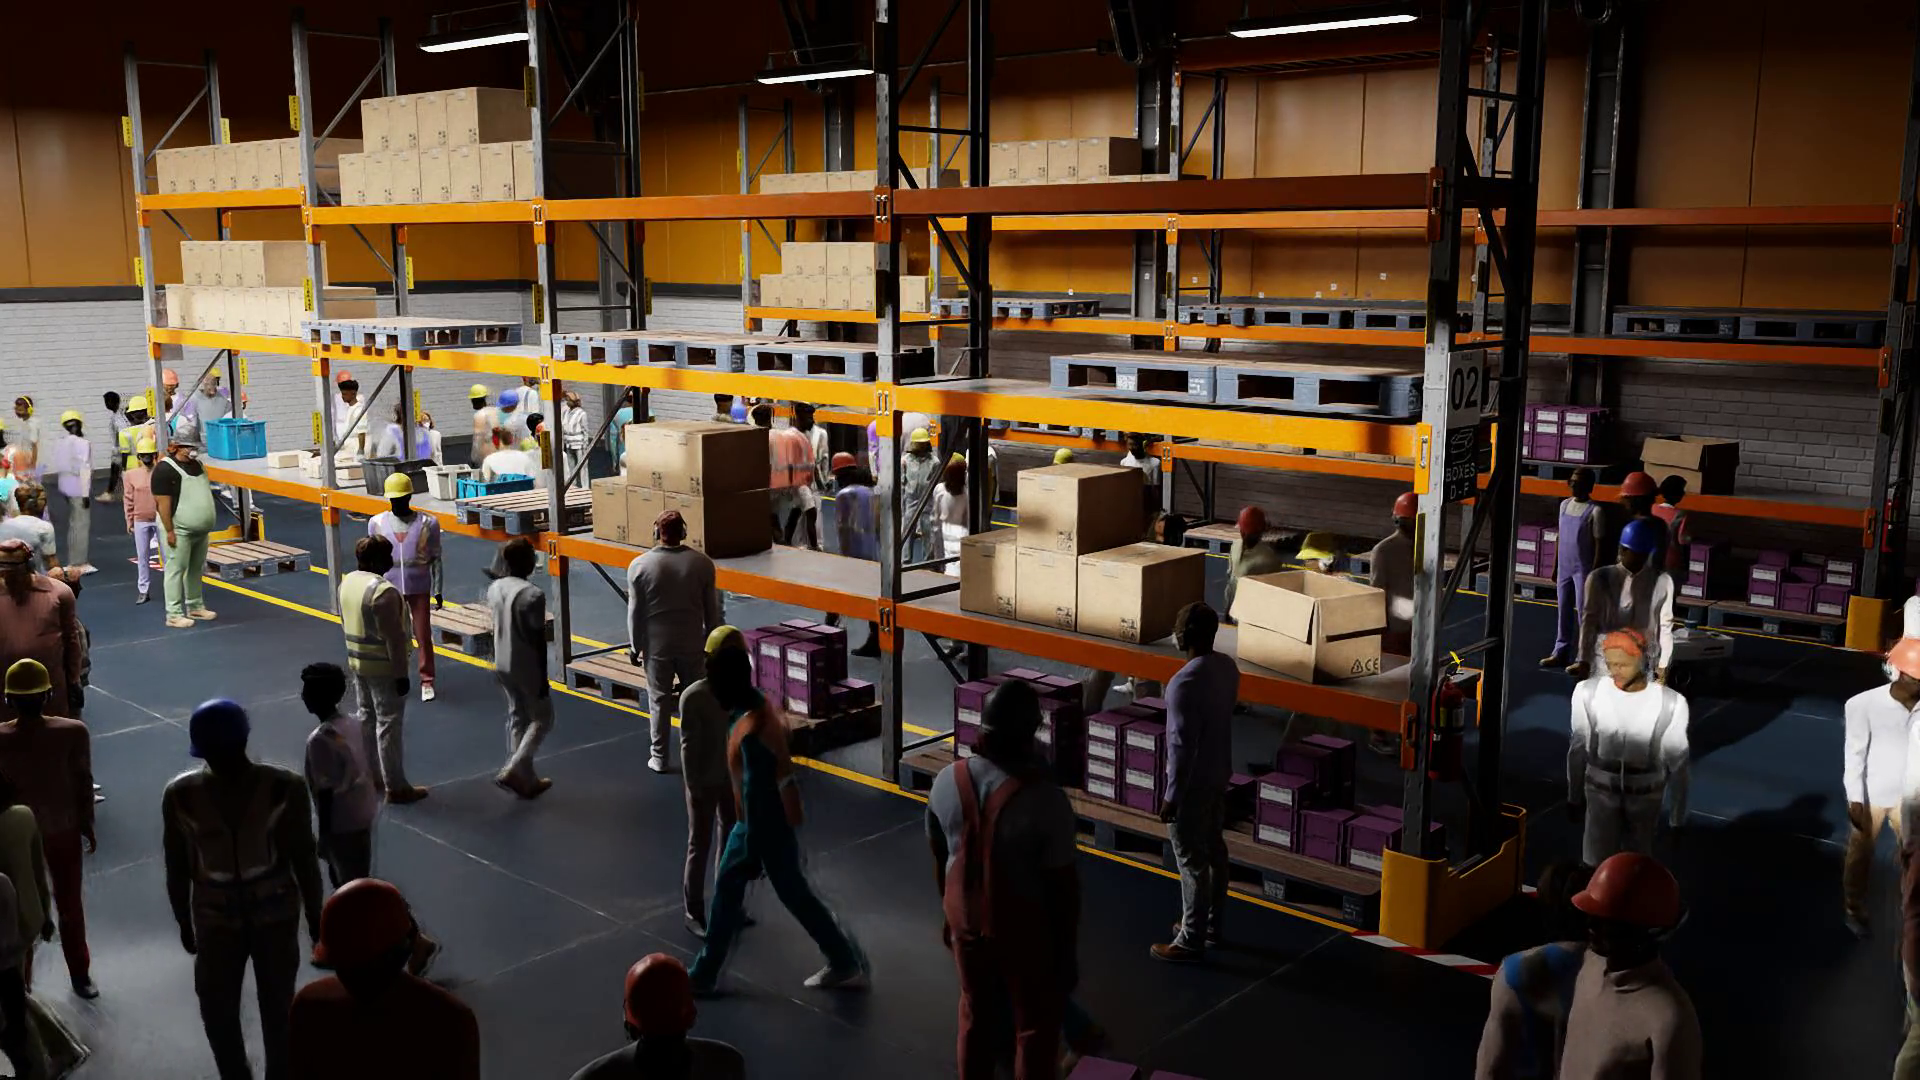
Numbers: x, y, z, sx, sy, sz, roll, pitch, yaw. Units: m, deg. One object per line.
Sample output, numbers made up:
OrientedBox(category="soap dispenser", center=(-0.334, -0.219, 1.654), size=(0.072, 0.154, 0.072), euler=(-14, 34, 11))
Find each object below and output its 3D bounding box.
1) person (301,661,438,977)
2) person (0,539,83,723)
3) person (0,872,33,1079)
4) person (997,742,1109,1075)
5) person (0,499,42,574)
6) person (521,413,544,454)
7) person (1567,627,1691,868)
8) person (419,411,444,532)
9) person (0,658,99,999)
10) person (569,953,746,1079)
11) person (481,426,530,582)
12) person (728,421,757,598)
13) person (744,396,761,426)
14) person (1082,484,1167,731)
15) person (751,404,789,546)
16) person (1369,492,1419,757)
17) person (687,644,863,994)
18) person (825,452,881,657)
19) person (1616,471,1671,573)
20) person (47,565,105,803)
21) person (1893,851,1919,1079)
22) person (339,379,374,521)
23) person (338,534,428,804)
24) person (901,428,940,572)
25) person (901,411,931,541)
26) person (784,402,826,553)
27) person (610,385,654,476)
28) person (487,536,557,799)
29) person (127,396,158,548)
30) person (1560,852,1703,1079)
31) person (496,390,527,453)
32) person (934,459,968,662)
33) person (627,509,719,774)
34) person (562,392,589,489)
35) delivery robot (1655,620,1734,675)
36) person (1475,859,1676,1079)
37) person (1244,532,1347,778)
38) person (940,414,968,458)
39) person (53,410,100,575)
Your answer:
OrientedBox(category="person", center=(-3.069, 1.443, 8.597), size=(0.665, 1.666, 0.553), euler=(-1, 10, -6))
OrientedBox(category="person", center=(-6.070, 0.929, 10.826), size=(0.651, 1.904, 0.403), euler=(-6, 11, -28))
OrientedBox(category="person", center=(-3.635, 1.800, 5.900), size=(0.609, 1.920, 0.990), euler=(-8, 13, -39))
OrientedBox(category="person", center=(0.353, 1.552, 7.571), size=(0.622, 1.817, 0.587), euler=(1, 10, 4))
OrientedBox(category="person", center=(-7.479, 0.561, 12.990), size=(0.987, 1.897, 0.635), euler=(10, 14, 44))
OrientedBox(category="person", center=(-5.323, -0.758, 20.948), size=(0.316, 1.695, 0.541), euler=(2, 10, 11))
OrientedBox(category="person", center=(3.375, 1.365, 8.458), size=(0.599, 1.857, 0.738), euler=(5, 11, 26))
OrientedBox(category="person", center=(-7.023, -0.889, 21.869), size=(0.279, 1.632, 0.502), euler=(9, 14, 43))
OrientedBox(category="person", center=(-4.566, 1.451, 8.254), size=(0.522, 1.772, 0.303), euler=(-7, 12, -34))
OrientedBox(category="person", center=(-0.871, 2.049, 4.910), size=(0.560, 1.753, 0.328), euler=(-5, 11, -25))
OrientedBox(category="person", center=(-5.074, -0.359, 18.418), size=(0.963, 1.796, 0.571), euler=(6, 12, 32))
OrientedBox(category="person", center=(-2.381, -0.322, 17.901), size=(0.392, 1.911, 0.581), euler=(-1, 10, -8))
OrientedBox(category="person", center=(-2.984, -1.377, 24.328), size=(0.360, 1.741, 0.570), euler=(3, 10, 15))
OrientedBox(category="person", center=(1.414, 0.521, 12.744), size=(1.048, 2.000, 0.697), euler=(1, 10, 4))
OrientedBox(category="person", center=(-2.239, -0.631, 19.546), size=(0.509, 1.936, 0.660), euler=(4, 11, 19))
OrientedBox(category="person", center=(3.299, 0.619, 12.359), size=(0.616, 1.986, 0.407), euler=(-6, 12, -31))
OrientedBox(category="person", center=(-0.985, 1.404, 8.344), size=(0.924, 1.874, 0.656), euler=(-3, 10, -14))
OrientedBox(category="person", center=(-1.072, 0.132, 15.415), size=(0.906, 1.873, 0.595), euler=(6, 12, 32))
OrientedBox(category="person", center=(5.296, 0.478, 13.054), size=(0.622, 2.035, 0.429), euler=(-9, 14, -43))
OrientedBox(category="person", center=(-6.047, 0.986, 11.278), size=(0.313, 1.634, 0.514), euler=(-7, 12, -34))
OrientedBox(category="person", center=(4.106, 1.766, 6.910), size=(0.525, 1.613, 0.400), euler=(-3, 10, -17))
OrientedBox(category="person", center=(-8.338, -1.247, 22.988), size=(0.383, 1.958, 0.608), euler=(-6, 12, -31))
OrientedBox(category="person", center=(-3.941, 0.870, 11.336), size=(0.626, 1.844, 0.429), euler=(8, 13, 39))
OrientedBox(category="person", center=(-0.454, -0.395, 18.765), size=(0.493, 1.743, 0.297), euler=(-2, 10, -13))
OrientedBox(category="person", center=(-0.645, -0.916, 21.179), size=(0.627, 1.934, 0.371), euler=(-9, 14, -42))
OrientedBox(category="person", center=(-1.796, -0.689, 19.905), size=(0.841, 1.929, 0.611), euler=(1, 10, 6))
OrientedBox(category="person", center=(-4.213, -1.043, 21.580), size=(0.612, 2.041, 0.394), euler=(2, 10, 9))
OrientedBox(category="person", center=(-2.998, 0.883, 11.302), size=(0.511, 1.828, 0.458), euler=(5, 11, 28))
OrientedBox(category="person", center=(-10.186, -0.854, 20.887), size=(0.392, 1.915, 0.592), euler=(-4, 11, -24))
OrientedBox(category="person", center=(1.985, 1.903, 5.057), size=(0.375, 1.997, 0.611), euler=(-1, 10, -7))
OrientedBox(category="person", center=(-5.927, -1.048, 22.055), size=(0.608, 1.889, 0.644), euler=(0, 10, -2))
OrientedBox(category="person", center=(-0.007, 0.185, 15.114), size=(0.396, 1.871, 0.602), euler=(-9, 14, -43))
OrientedBox(category="person", center=(-2.061, 0.726, 11.968), size=(0.650, 1.906, 0.401), euler=(-3, 10, -16))
OrientedBox(category="person", center=(-5.667, -1.364, 24.535), size=(0.515, 1.641, 0.314), euler=(8, 13, 37))
OrientedBox(category="delivery robot", center=(6.285, 0.935, 14.330), size=(0.707, 0.478, 0.477), euler=(-3, 10, -14))
OrientedBox(category="person", center=(2.009, 1.937, 5.365), size=(0.640, 1.825, 0.725), euler=(-2, 10, -9))
OrientedBox(category="person", center=(2.414, 0.832, 11.697), size=(0.882, 1.788, 0.607), euler=(-1, 10, -7))
OrientedBox(category="person", center=(0.041, -1.092, 21.990), size=(0.611, 1.996, 0.378), euler=(4, 11, 20))
OrientedBox(category="person", center=(-10.201, -0.549, 19.269), size=(0.758, 1.875, 0.445), euler=(7, 12, 34))
